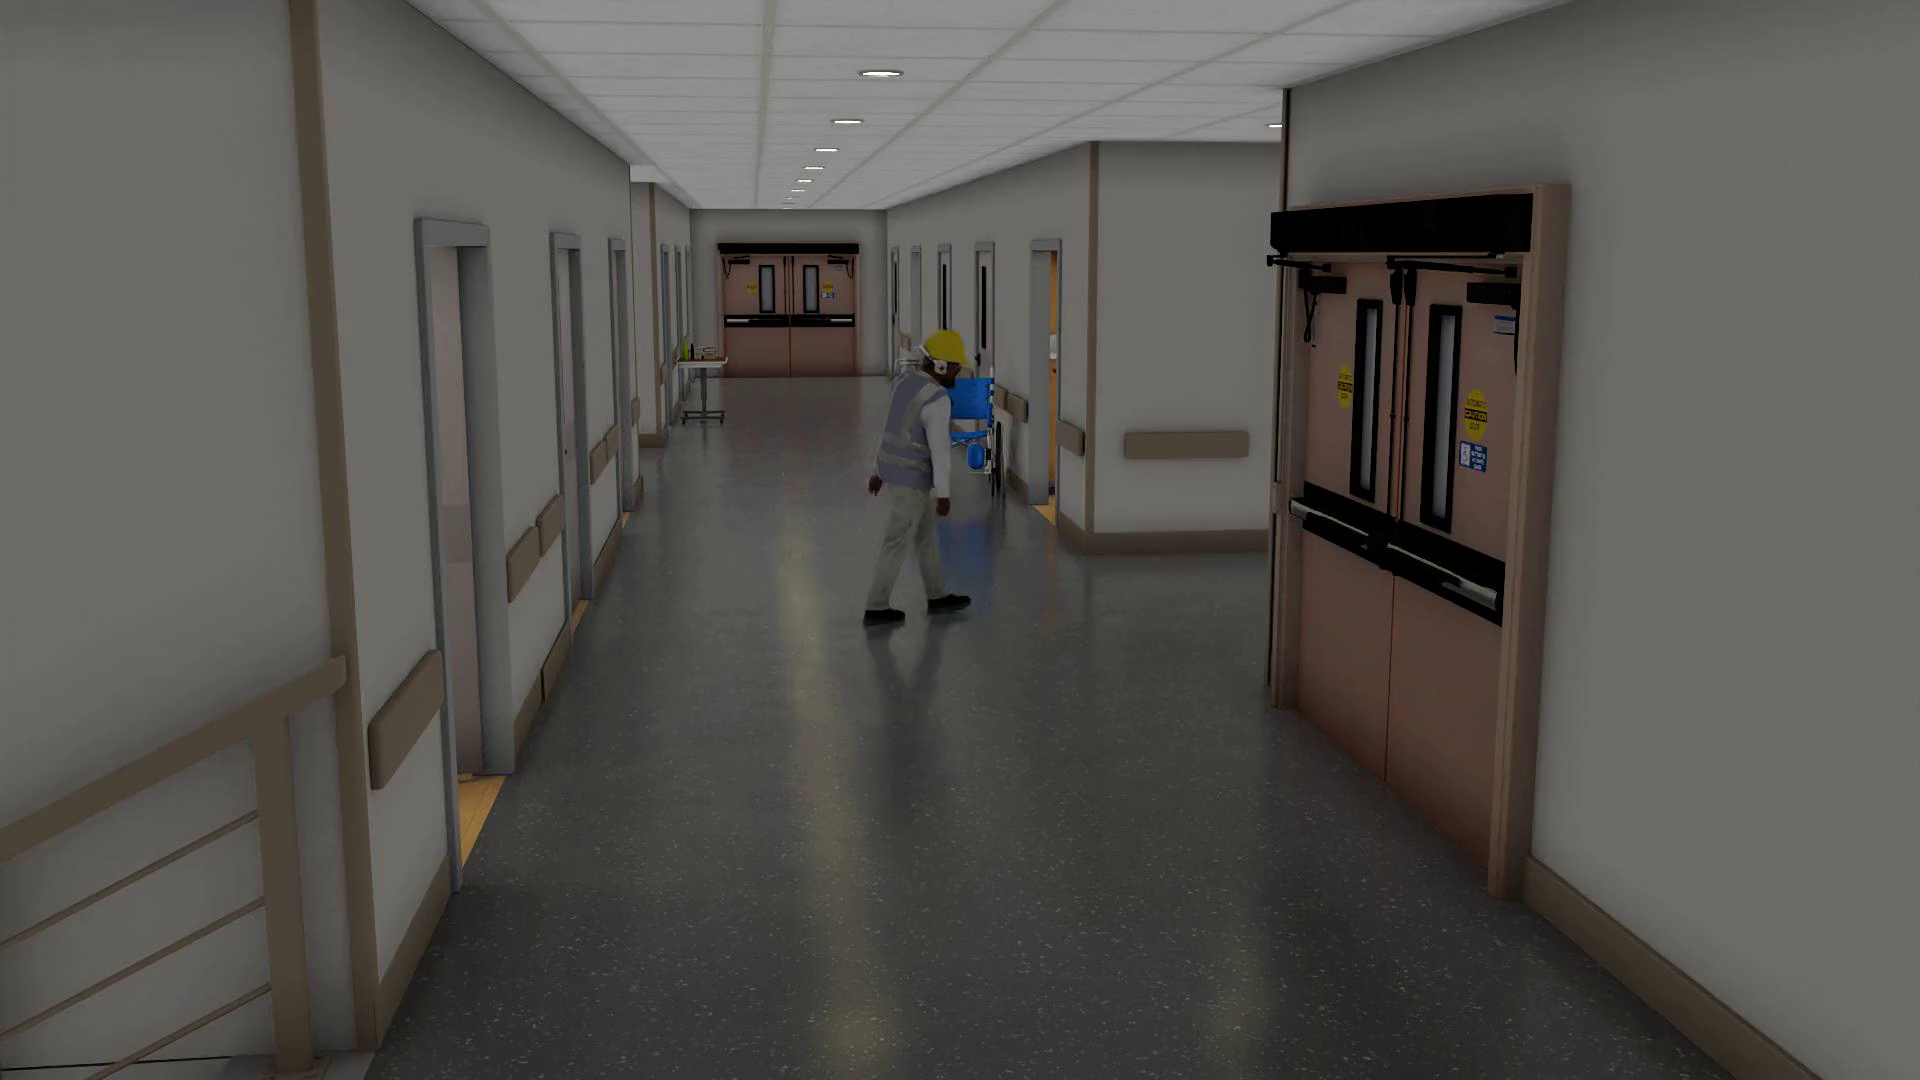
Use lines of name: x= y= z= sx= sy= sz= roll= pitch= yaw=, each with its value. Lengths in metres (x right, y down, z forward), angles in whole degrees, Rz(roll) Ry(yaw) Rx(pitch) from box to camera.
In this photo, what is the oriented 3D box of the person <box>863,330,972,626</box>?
person: x=-0.227 y=-0.373 z=10.018 sx=0.858 sy=1.763 sz=0.616 roll=-4 pitch=10 yaw=-21
